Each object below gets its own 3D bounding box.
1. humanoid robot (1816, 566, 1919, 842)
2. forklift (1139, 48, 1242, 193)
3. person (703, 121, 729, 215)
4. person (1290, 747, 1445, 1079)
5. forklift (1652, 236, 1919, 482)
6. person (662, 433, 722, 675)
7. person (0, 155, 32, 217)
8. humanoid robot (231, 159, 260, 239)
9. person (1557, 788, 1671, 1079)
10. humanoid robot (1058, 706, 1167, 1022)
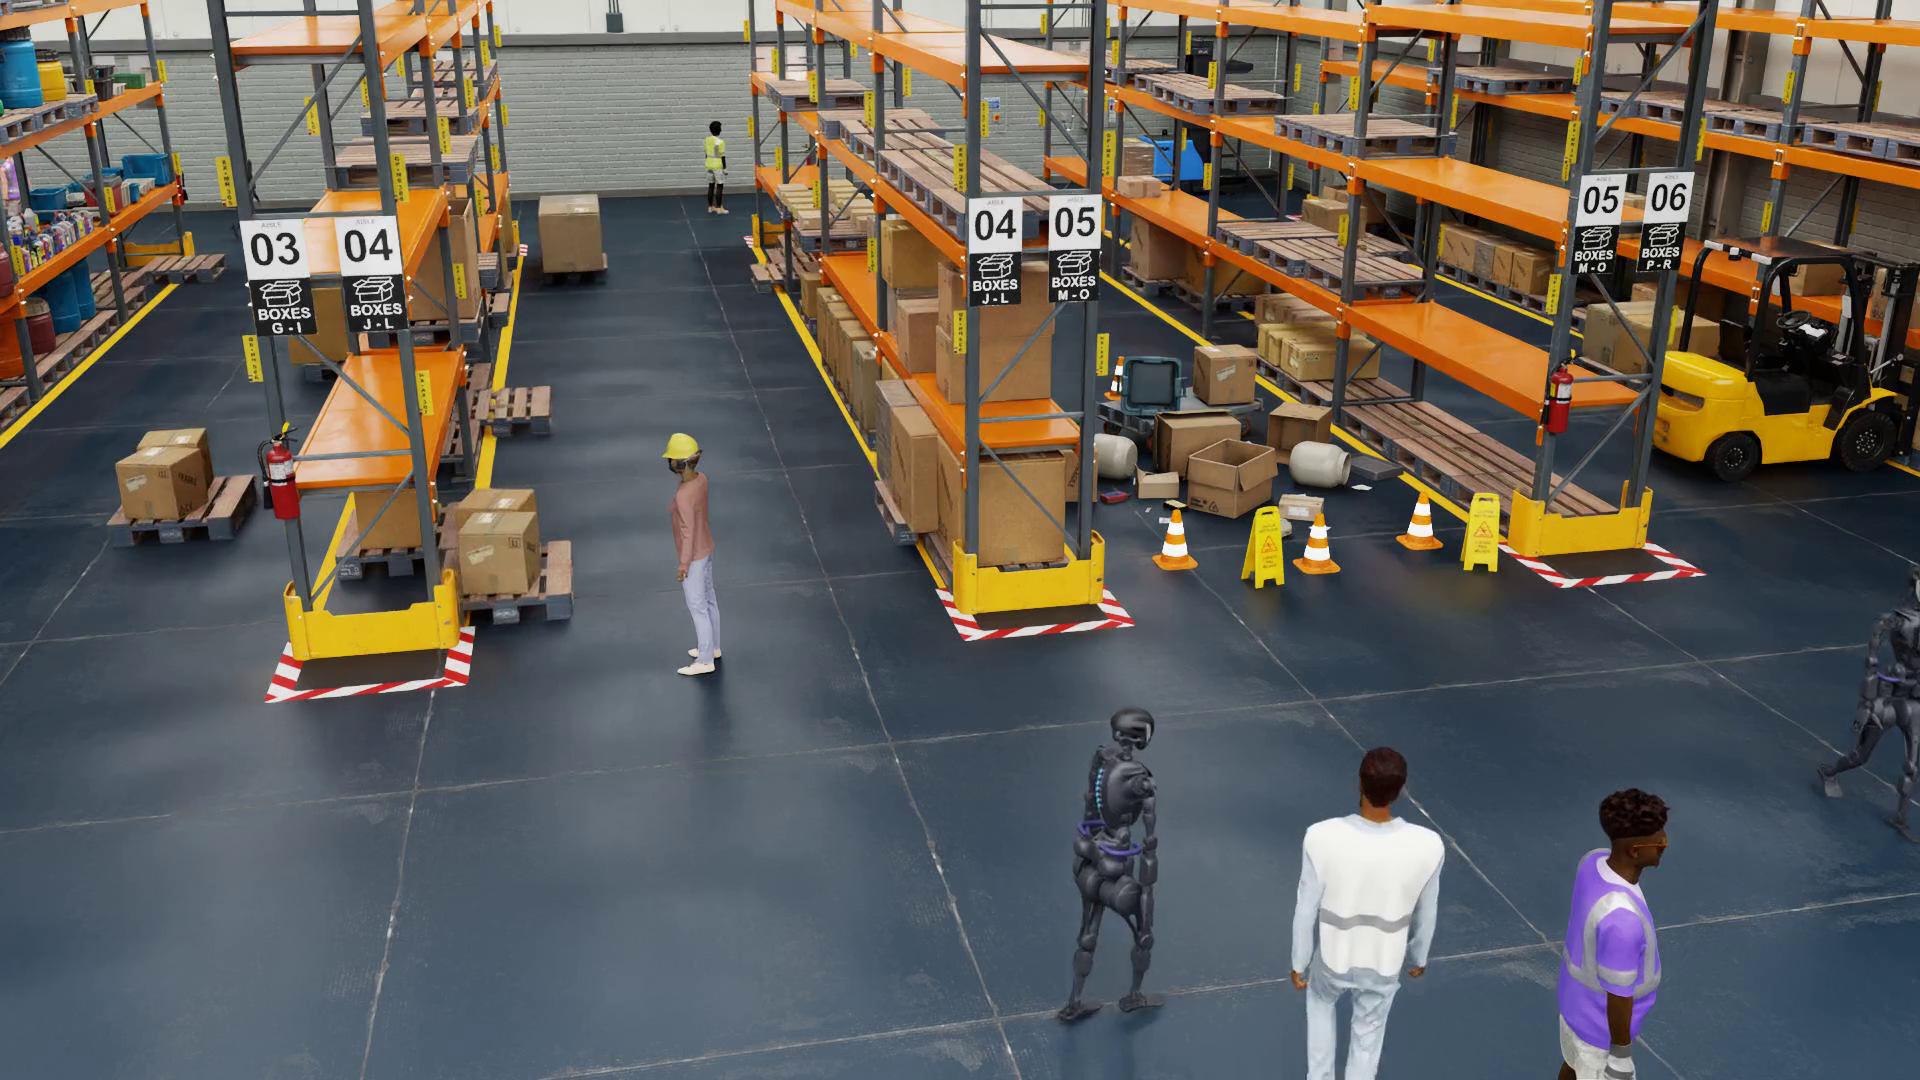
[{"bbox_3d":[5.521,0.898,9.823,0.601,1.638,0.741,-3,21,-9],"label":"humanoid robot"},{"bbox_3d":[4.566,-8.313,32.860,1.873,2.768,1.129,-4,21,-12],"label":"forklift"},{"bbox_3d":[-4.488,-6.844,30.592,0.537,1.686,0.321,16,26,37],"label":"person"},{"bbox_3d":[1.721,1.752,7.140,0.601,1.895,0.499,3,21,8],"label":"person"},{"bbox_3d":[8.013,-1.814,16.330,2.313,2.155,1.214,-4,21,-12],"label":"forklift"},{"bbox_3d":[-1.911,0.099,11.785,0.326,1.767,0.530,2,21,6],"label":"person"},{"bbox_3d":[-15.367,-5.565,27.153,0.347,1.688,0.491,11,23,27],"label":"person"},{"bbox_3d":[-12.118,-5.829,27.890,0.633,1.635,0.584,7,21,18],"label":"humanoid robot"},{"bbox_3d":[2.592,1.890,6.679,0.368,1.966,0.603,3,21,7],"label":"person"},{"bbox_3d":[0.741,1.561,8.000,0.580,1.637,0.589,-11,23,-28],"label":"humanoid robot"}]
